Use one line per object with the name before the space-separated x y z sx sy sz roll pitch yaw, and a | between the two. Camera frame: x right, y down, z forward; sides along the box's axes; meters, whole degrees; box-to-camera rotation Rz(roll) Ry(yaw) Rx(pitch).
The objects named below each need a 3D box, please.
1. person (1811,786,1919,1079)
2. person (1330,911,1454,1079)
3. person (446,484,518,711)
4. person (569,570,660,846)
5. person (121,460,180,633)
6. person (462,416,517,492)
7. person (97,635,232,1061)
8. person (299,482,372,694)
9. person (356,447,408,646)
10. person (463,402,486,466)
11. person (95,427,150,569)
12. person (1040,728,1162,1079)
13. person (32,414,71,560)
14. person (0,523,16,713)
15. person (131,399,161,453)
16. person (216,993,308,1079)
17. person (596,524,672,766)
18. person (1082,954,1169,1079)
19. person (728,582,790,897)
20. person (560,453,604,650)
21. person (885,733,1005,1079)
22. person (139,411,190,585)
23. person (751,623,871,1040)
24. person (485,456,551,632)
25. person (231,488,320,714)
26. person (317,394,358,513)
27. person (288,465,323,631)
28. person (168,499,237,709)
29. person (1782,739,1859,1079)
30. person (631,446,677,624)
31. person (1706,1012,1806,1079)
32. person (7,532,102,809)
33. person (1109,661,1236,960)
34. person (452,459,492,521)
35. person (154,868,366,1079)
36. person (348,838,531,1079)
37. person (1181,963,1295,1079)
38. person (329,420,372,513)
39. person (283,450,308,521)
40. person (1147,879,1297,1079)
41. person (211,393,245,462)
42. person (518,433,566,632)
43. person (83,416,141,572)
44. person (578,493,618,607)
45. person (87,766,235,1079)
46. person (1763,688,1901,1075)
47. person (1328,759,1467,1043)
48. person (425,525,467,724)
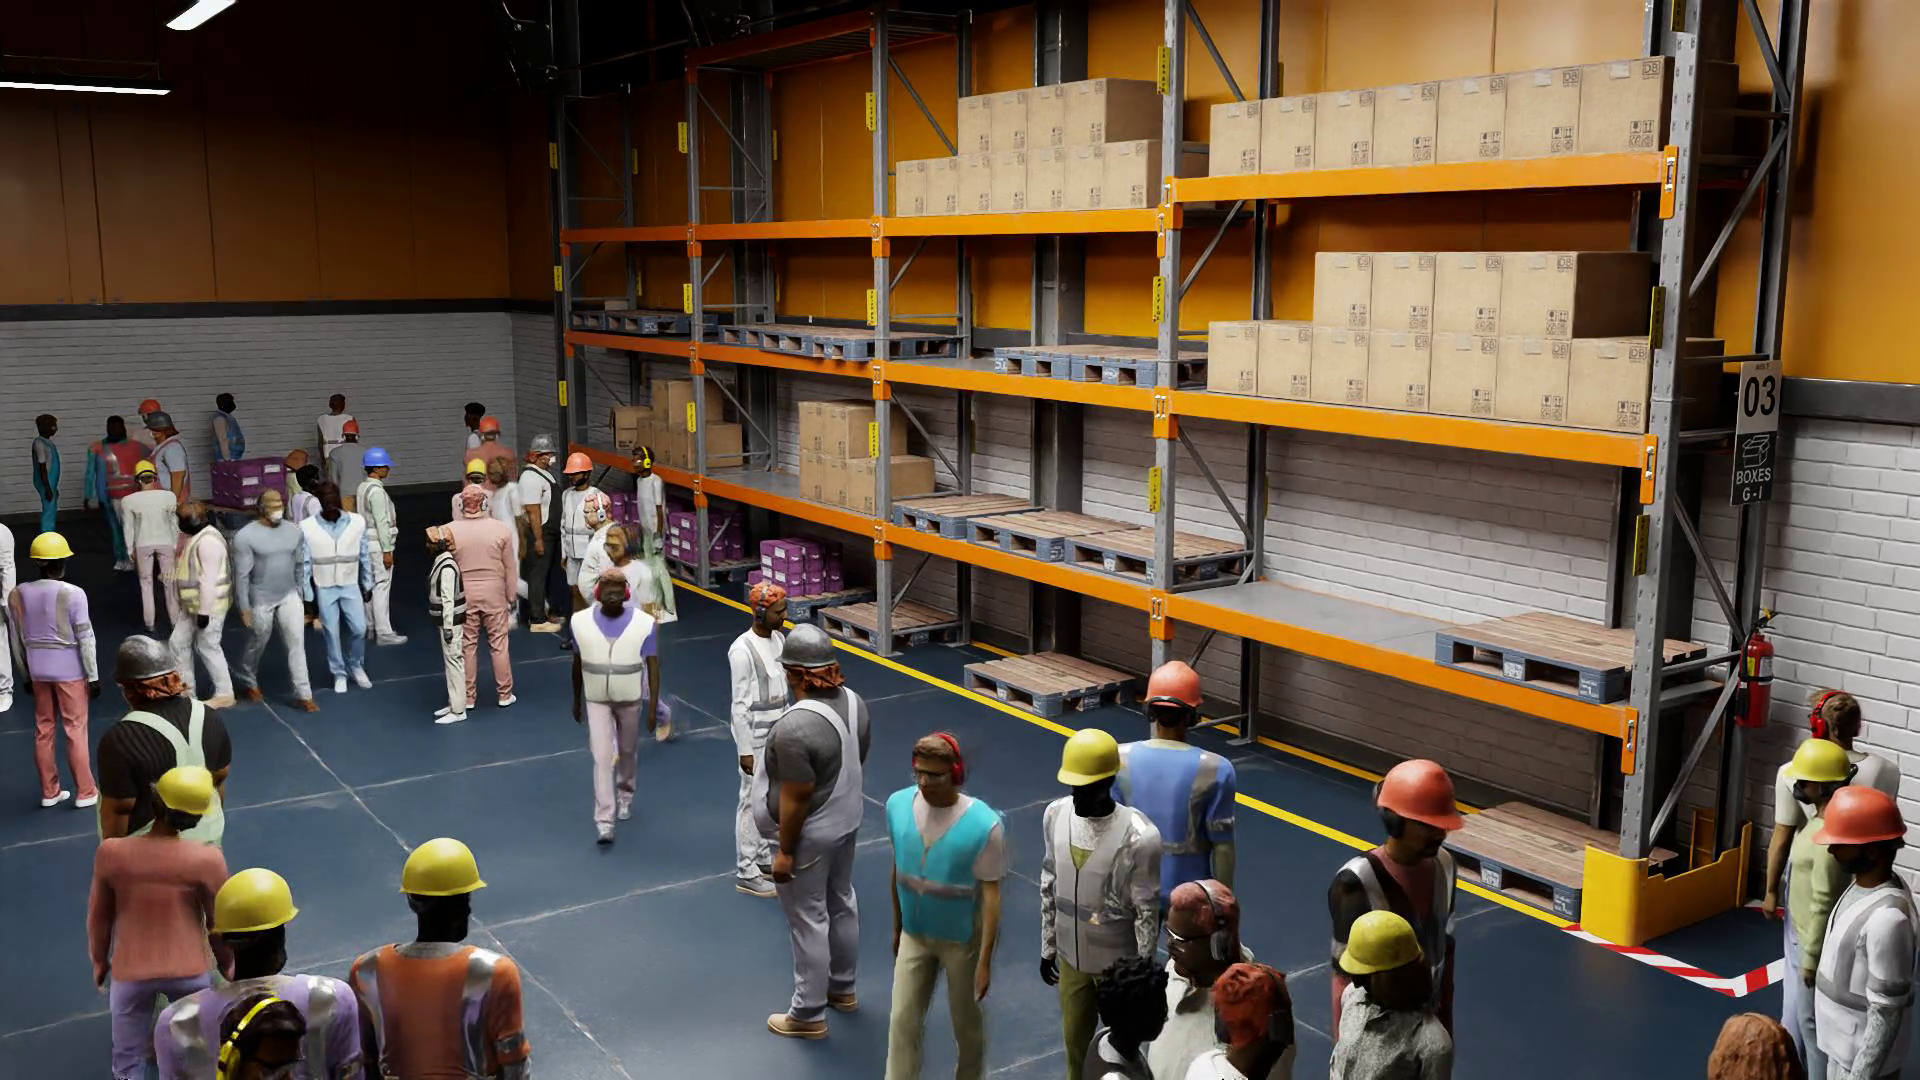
person | 3.234 1.825 6.036 0.371 1.928 0.543 4 10 21
person | 1.354 2.028 5.411 0.311 1.735 0.484 -5 11 -29
person | -4.042 0.481 13.986 0.636 1.911 0.405 -2 10 -14
person | -2.256 1.066 10.905 0.573 1.783 0.985 -1 10 -9
person | -8.210 0.065 16.905 0.516 1.752 0.373 -6 12 -33
person | -5.412 -0.446 19.222 0.627 1.980 0.703 -6 11 -31
person | -3.840 1.438 7.977 0.539 2.000 0.684 4 10 20
person | -5.418 0.414 14.441 0.609 1.884 0.488 -6 11 -31
person | -5.707 0.061 16.333 0.389 1.946 0.614 -7 12 -34
person | -6.141 -0.779 21.207 0.367 1.966 0.607 0 10 -2
person | -10.257 -0.551 20.371 0.947 1.792 0.636 8 13 41
person | 0.551 1.697 6.821 0.586 1.920 0.398 9 13 42
person | -11.427 -0.660 20.875 0.338 1.843 0.509 -4 10 -23
person | -8.212 0.503 13.856 0.638 1.910 0.407 0 10 -2
person | -10.414 -0.830 21.478 0.418 1.983 0.612 1 10 6
person | -2.006 2.130 4.636 0.555 1.795 1.021 -4 10 -22
person | -2.492 0.762 12.593 0.523 1.823 0.726 4 11 24
person | 0.488 2.094 5.163 0.320 1.692 0.534 0 10 2
person | -1.178 1.180 9.976 0.362 1.878 0.584 4 10 20
person | -3.631 0.122 16.007 0.544 1.939 0.354 5 11 27
person | -0.121 1.715 6.981 0.591 1.815 0.766 5 11 28
person | -9.227 -0.492 19.307 0.535 2.000 0.685 -6 11 -32
person | -0.759 1.405 8.173 0.538 2.000 0.689 5 11 25
person | -4.500 0.042 16.825 0.552 1.821 0.555 9 13 43
person | -5.816 0.489 14.005 1.017 1.896 0.652 8 13 40
person | -8.915 -1.172 23.868 0.572 1.843 0.373 1 10 4
person | -6.638 0.074 16.993 0.530 1.696 0.322 8 13 40
person | -6.356 0.549 13.916 0.515 1.805 0.630 -7 12 -36
person | 3.679 1.716 7.180 0.339 1.761 0.528 5 11 27
person | -3.211 -0.057 17.324 0.372 1.856 0.528 -7 12 -36
person | 2.296 2.172 4.862 0.501 1.633 0.283 -5 11 -25
person | -6.204 0.902 11.454 0.584 1.928 0.371 1 10 7
person | 0.929 1.542 7.401 0.609 2.035 0.415 4 10 22
person | -4.875 0.057 16.891 0.533 1.768 0.310 -4 10 -21
person | -2.163 1.967 5.213 0.594 1.922 0.376 -4 10 -23
person | -1.684 1.923 5.482 0.585 1.921 0.383 1 10 6
person | 0.762 2.098 4.691 0.603 1.849 0.639 0 10 0
person | -7.636 -0.638 20.990 0.563 1.755 0.321 -2 10 -13
person | -7.489 -0.212 18.857 0.280 1.633 0.498 -7 12 -34
person | 0.770 1.980 5.238 0.399 1.897 0.652 -3 10 -19
person | -10.567 -1.204 24.066 0.429 1.846 0.625 -3 10 -17
person | -4.220 -0.090 16.946 0.535 2.000 0.681 -1 10 -6
person | -10.218 -0.547 20.071 0.633 1.885 0.699 -2 10 -14
person | -2.908 0.555 13.587 0.401 1.901 0.648 -2 10 -9
person | -3.287 1.784 6.847 0.562 1.734 0.376 -3 10 -15
person | 3.984 1.599 7.624 0.560 1.838 0.394 -1 10 -3
person | 1.597 1.774 6.035 0.610 2.036 0.410 -6 12 -33
person | -4.192 0.683 13.617 0.313 1.634 0.514 -4 10 -20
